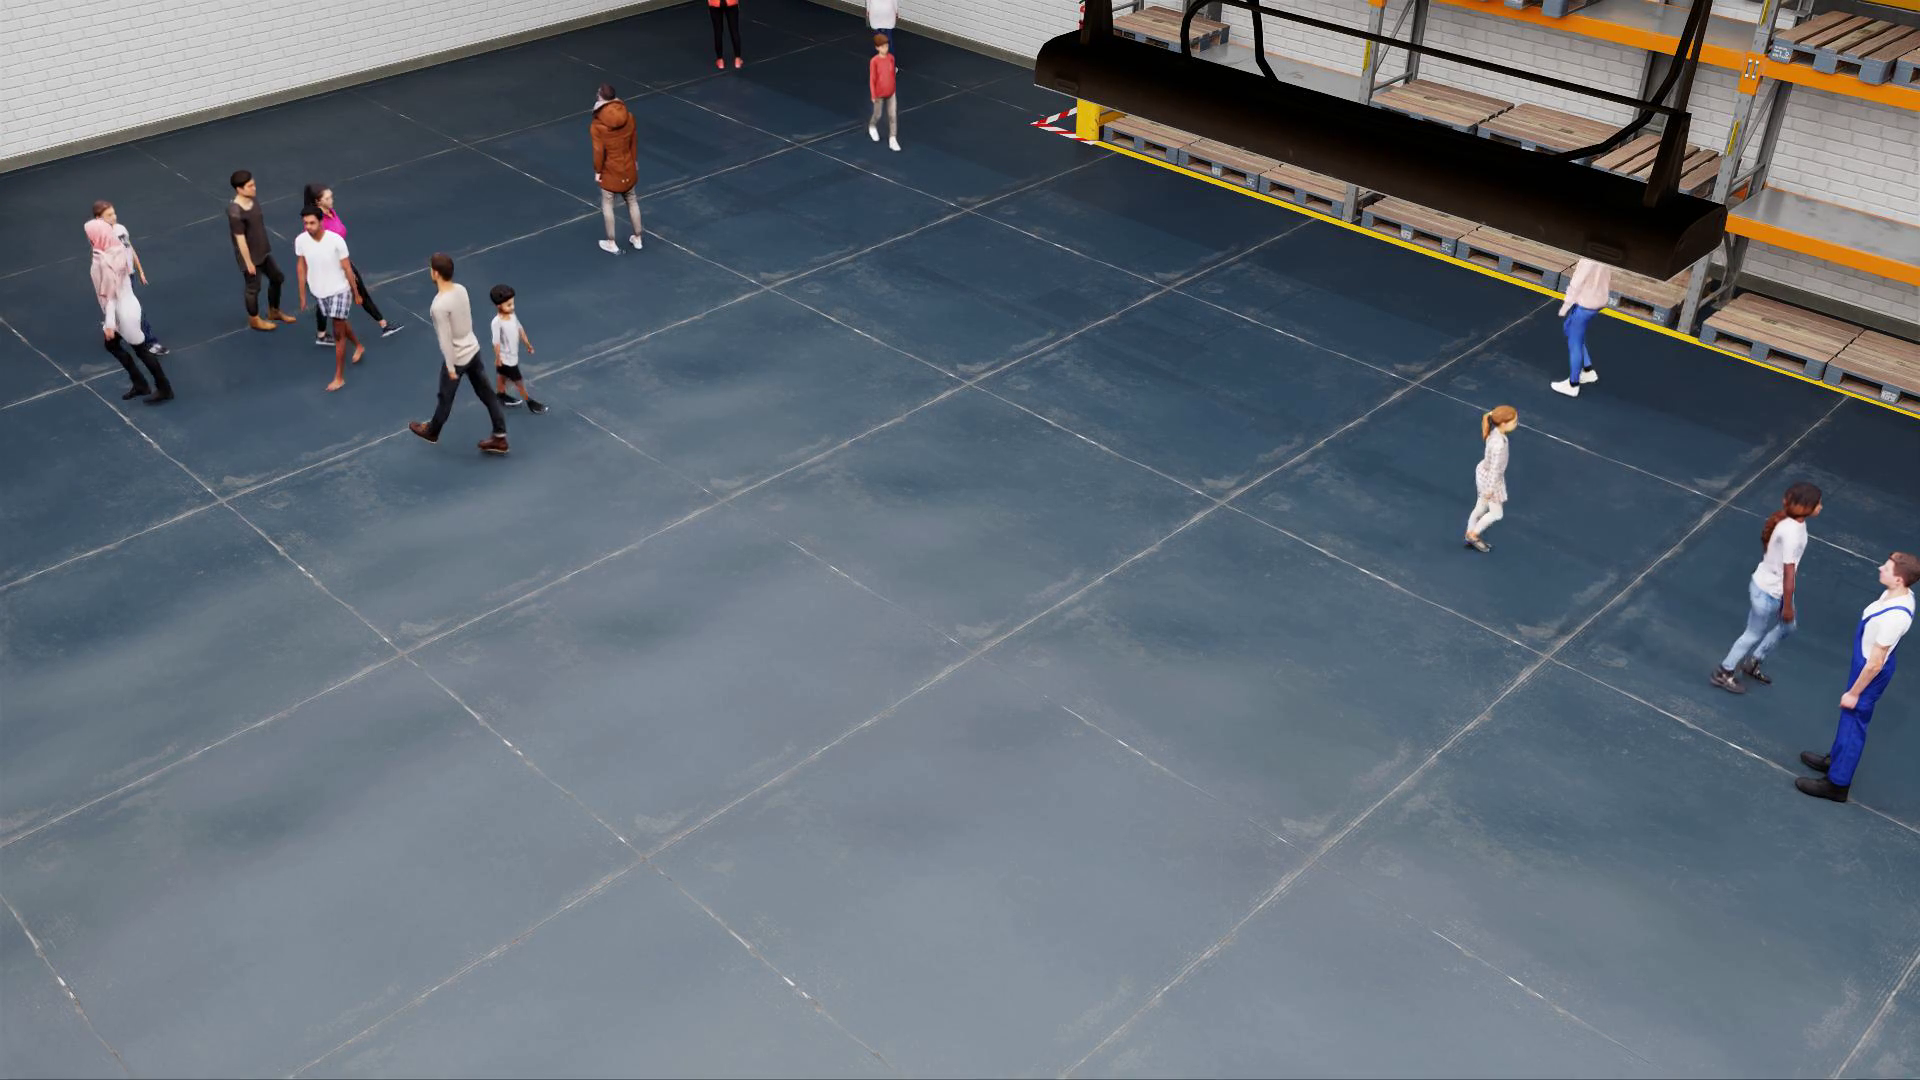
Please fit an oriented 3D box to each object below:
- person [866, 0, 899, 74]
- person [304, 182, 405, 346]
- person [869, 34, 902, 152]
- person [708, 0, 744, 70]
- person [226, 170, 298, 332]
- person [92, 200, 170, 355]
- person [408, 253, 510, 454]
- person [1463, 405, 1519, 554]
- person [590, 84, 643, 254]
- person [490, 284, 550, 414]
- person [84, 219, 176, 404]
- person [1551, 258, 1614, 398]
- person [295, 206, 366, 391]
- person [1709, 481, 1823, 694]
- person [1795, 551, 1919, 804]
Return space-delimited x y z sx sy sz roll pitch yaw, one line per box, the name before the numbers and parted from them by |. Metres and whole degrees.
person | -1.074 -7.306 22.946 0.672 1.776 0.744 2 34 3
person | -6.115 -2.605 15.982 1.133 1.654 1.021 2 34 2
person | -0.979 -5.601 20.721 0.695 1.398 0.978 -17 37 -23
person | -3.312 -7.476 23.275 0.679 1.693 0.710 -5 34 -7
person | -7.002 -2.840 16.309 0.847 1.684 0.795 4 34 7
person | -8.127 -2.531 15.989 1.122 1.524 0.850 10 35 15
person | -4.179 -1.544 14.241 1.241 1.816 1.028 8 34 12
person | 4.110 -0.484 13.111 0.650 1.299 0.631 9 35 14
person | -3.677 -3.983 17.892 0.725 1.835 0.701 -24 40 -31
person | -4.155 -1.730 15.048 0.867 1.232 0.730 5 34 8
person | -7.431 -2.047 15.022 0.802 1.788 0.722 -16 37 -22
person | 5.791 -2.094 15.125 0.674 1.753 0.678 25 41 33
person | -5.847 -2.338 15.556 1.155 1.681 1.138 4 34 6
person | 5.531 0.330 11.520 0.730 1.705 0.679 19 38 26
person | 5.788 0.858 10.595 0.633 1.850 0.672 20 39 27
